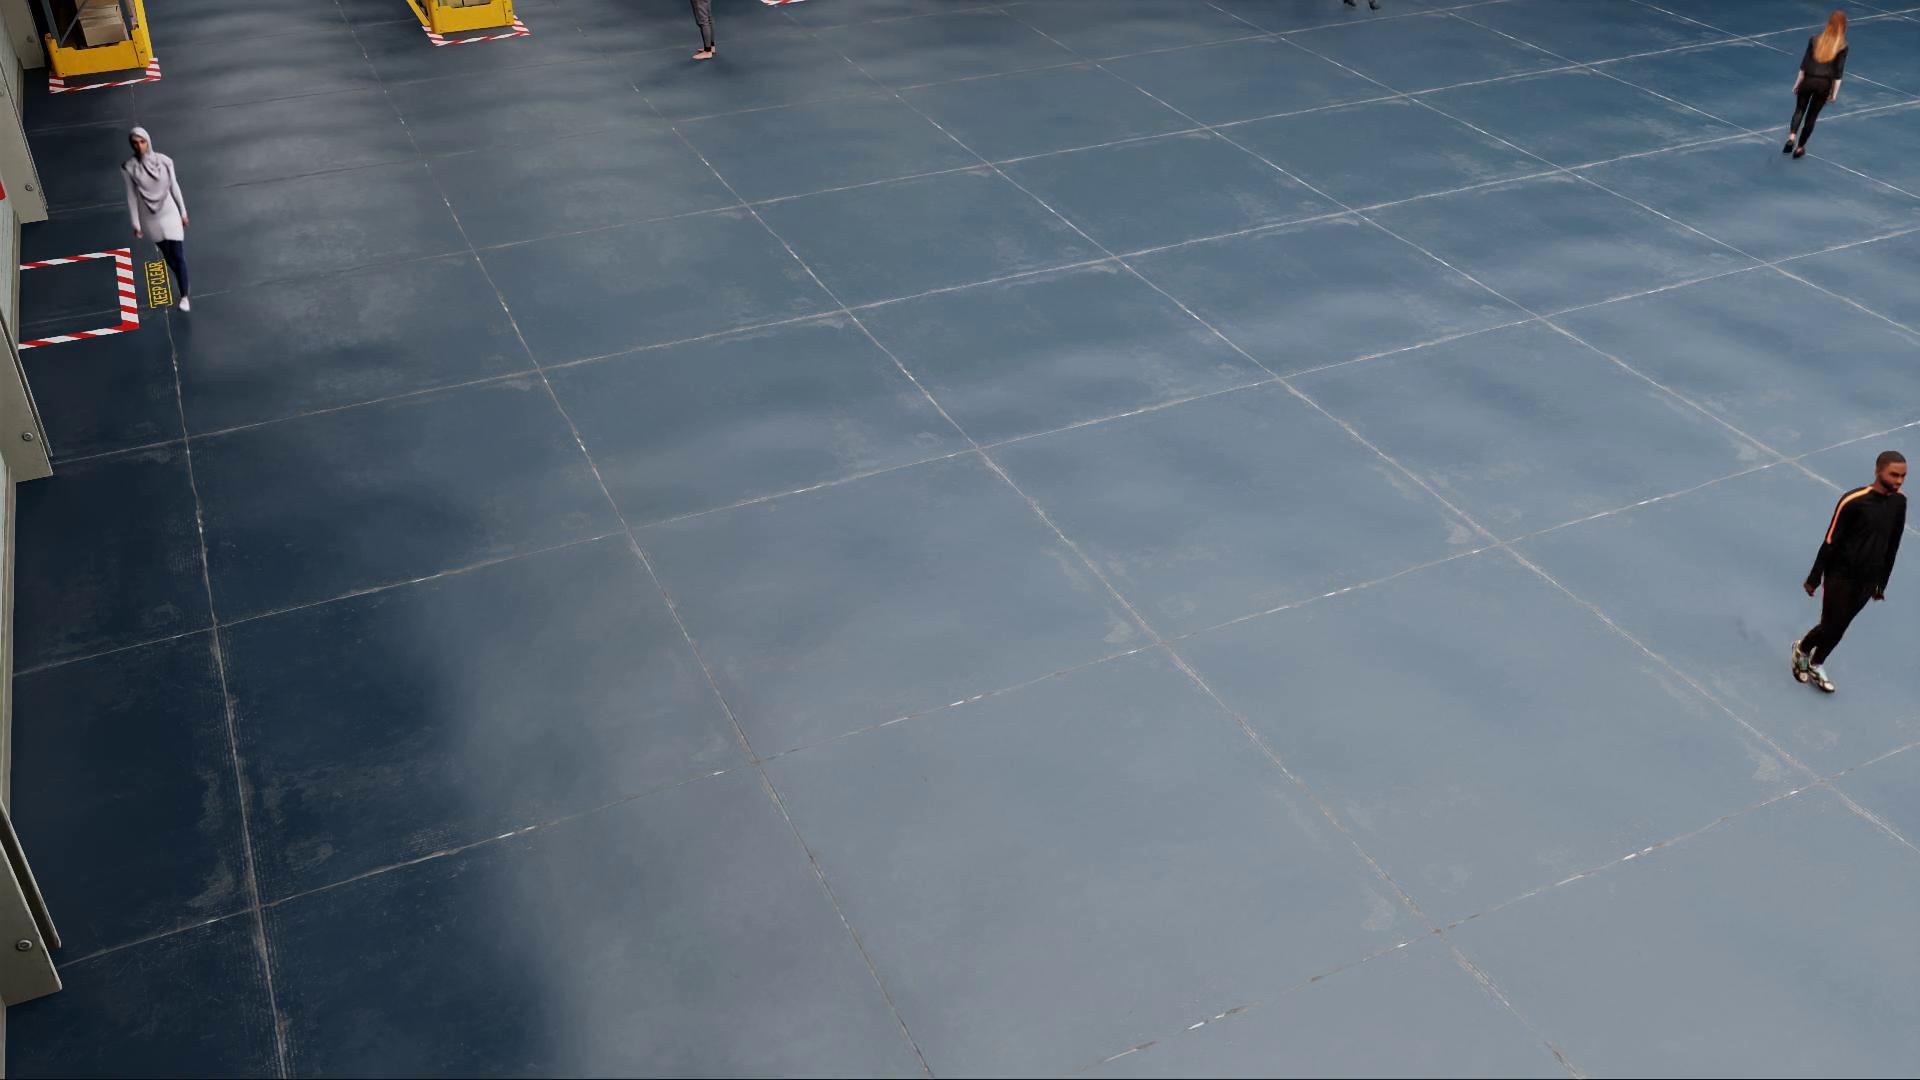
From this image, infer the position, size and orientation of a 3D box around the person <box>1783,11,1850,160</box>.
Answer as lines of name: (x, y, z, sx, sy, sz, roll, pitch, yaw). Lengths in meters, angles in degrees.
person: (9.851, -5.222, 19.200, 0.742, 1.707, 0.815, 24, 40, 33)

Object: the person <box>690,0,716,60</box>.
person: (-3.525, -7.509, 22.592, 0.820, 1.843, 0.701, 5, 33, 8)

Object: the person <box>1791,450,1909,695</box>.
person: (5.743, 0.172, 10.823, 0.743, 1.798, 0.749, -5, 33, -7)

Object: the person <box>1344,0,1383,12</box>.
person: (5.929, -8.638, 24.597, 0.749, 1.549, 1.062, -24, 40, -32)

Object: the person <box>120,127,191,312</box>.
person: (-7.640, -3.082, 15.894, 0.700, 1.724, 1.152, -11, 35, -16)
